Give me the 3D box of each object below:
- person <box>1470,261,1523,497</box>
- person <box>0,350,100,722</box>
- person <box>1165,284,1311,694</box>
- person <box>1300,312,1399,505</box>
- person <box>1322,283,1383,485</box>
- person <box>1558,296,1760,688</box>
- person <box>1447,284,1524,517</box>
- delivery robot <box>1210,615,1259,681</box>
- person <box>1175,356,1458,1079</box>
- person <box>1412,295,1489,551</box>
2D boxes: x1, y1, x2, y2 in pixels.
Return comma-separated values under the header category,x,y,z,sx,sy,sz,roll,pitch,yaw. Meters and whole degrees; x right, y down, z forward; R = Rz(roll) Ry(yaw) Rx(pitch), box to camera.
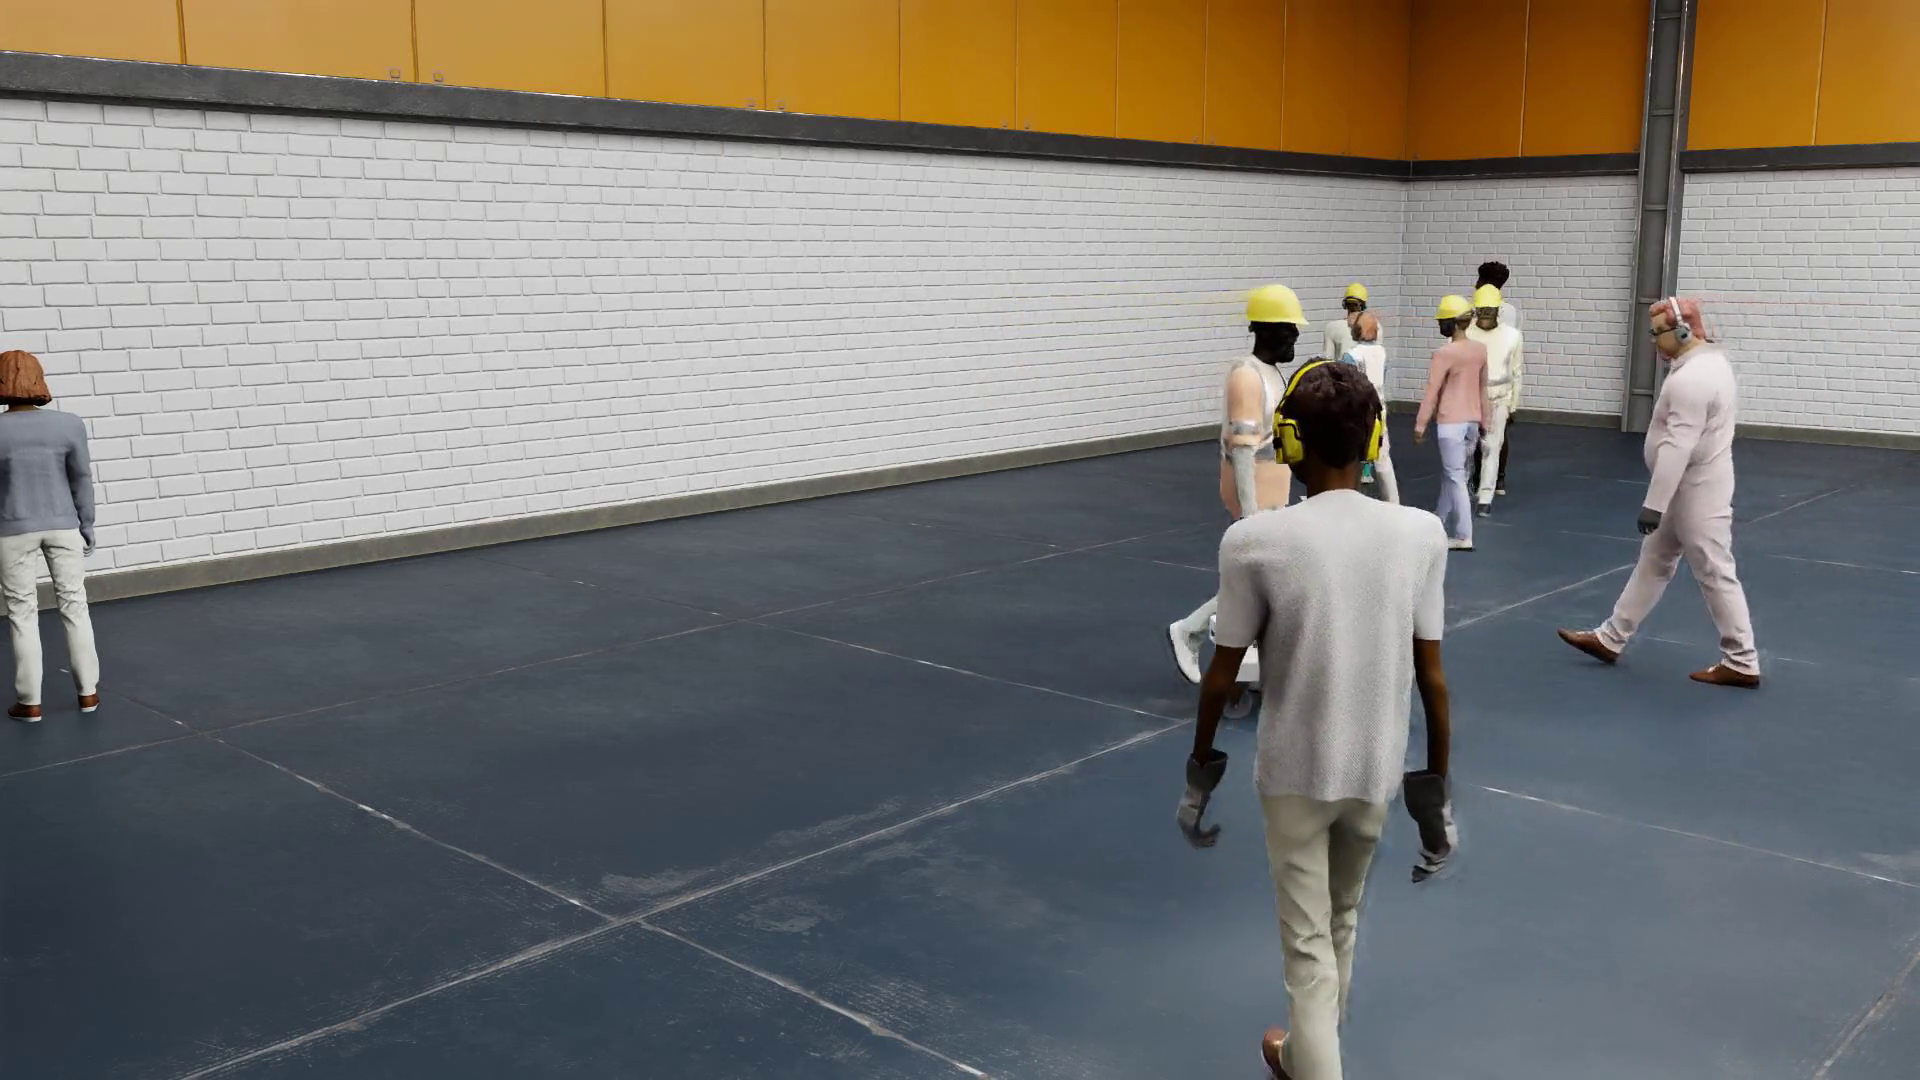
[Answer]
category,x,y,z,sx,sy,sz,roll,pitch,yaw
person,4.416,-1.340,13.916,0.613,1.965,0.361,-7,12,-35
person,-4.078,-0.017,7.333,0.499,1.634,0.279,-8,13,-40
person,1.336,-0.212,7.642,0.616,1.913,0.601,5,11,25
person,3.046,-0.943,12.723,0.541,1.590,0.875,-7,12,-35
person,3.444,-1.367,14.643,0.526,1.768,0.331,3,10,16
person,3.405,-0.231,7.949,0.974,1.844,0.707,5,11,27
person,4.095,-1.107,13.070,0.588,1.808,0.676,3,10,15
delivery robot,1.484,0.457,7.440,0.707,0.478,0.477,0,10,-2
person,0.749,0.519,3.693,0.543,1.834,0.880,-2,10,-10
person,3.335,-0.814,11.529,0.552,1.741,0.696,-7,12,-35
